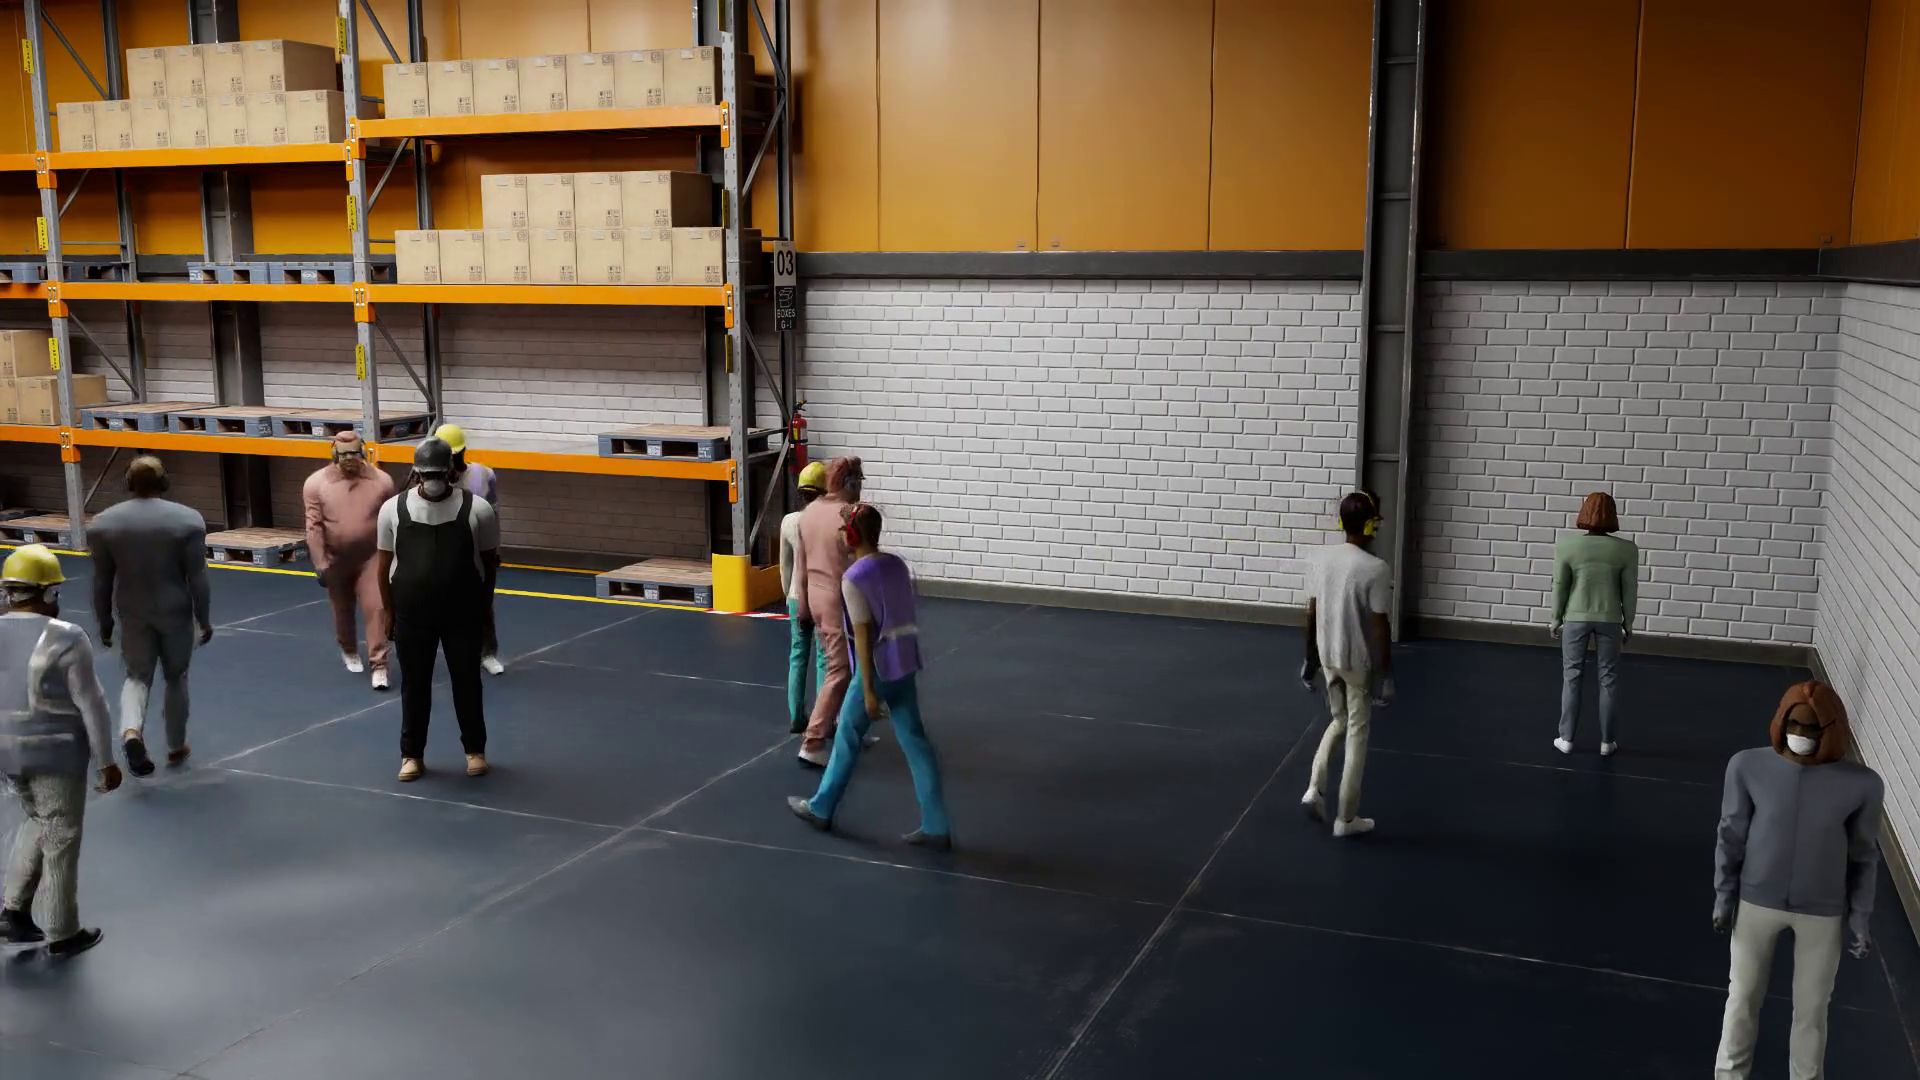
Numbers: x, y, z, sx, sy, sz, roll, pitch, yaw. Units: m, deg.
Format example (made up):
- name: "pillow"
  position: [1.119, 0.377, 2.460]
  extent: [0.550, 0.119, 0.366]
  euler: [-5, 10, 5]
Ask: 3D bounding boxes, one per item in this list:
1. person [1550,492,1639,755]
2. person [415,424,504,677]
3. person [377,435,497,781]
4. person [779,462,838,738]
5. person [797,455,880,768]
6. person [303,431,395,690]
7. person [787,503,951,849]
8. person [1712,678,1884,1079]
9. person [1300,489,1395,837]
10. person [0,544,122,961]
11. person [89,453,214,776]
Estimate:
- name: "person"
  position: [3.896, 0.516, 10.248]
  extent: [0.502, 1.633, 0.280]
  euler: [2, 10, 14]
- name: "person"
  position: [-3.638, 0.082, 12.112]
  extent: [0.605, 1.884, 0.592]
  euler: [-4, 10, -25]
- name: "person"
  position: [-3.053, 0.394, 9.756]
  extent: [0.682, 2.000, 0.538]
  euler: [-3, 10, -15]
- name: "person"
  position: [-0.912, 0.384, 10.634]
  extent: [0.533, 1.771, 0.305]
  euler: [7, 11, 35]
- name: "person"
  position: [-0.747, 0.425, 10.131]
  extent: [0.644, 1.917, 0.670]
  euler: [-7, 12, -38]
- name: "person"
  position: [-4.379, 0.121, 12.018]
  extent: [0.644, 1.853, 0.988]
  euler: [-3, 10, -19]
- name: "person"
  position: [-0.457, 0.699, 8.670]
  extent: [0.999, 1.778, 0.559]
  euler: [6, 11, 32]
- name: "person"
  position: [2.841, 1.268, 5.686]
  extent: [0.497, 1.633, 0.279]
  euler: [4, 10, 25]
- name: "person"
  position: [2.049, 0.654, 8.749]
  extent: [0.416, 1.852, 0.545]
  euler: [-8, 12, -40]
- name: "person"
  position: [-3.965, 0.928, 7.218]
  extent: [0.609, 1.818, 0.418]
  euler: [3, 10, 16]
- name: "person"
  position: [-4.760, 0.458, 9.787]
  extent: [0.643, 1.916, 0.744]
  euler: [-2, 10, -14]
